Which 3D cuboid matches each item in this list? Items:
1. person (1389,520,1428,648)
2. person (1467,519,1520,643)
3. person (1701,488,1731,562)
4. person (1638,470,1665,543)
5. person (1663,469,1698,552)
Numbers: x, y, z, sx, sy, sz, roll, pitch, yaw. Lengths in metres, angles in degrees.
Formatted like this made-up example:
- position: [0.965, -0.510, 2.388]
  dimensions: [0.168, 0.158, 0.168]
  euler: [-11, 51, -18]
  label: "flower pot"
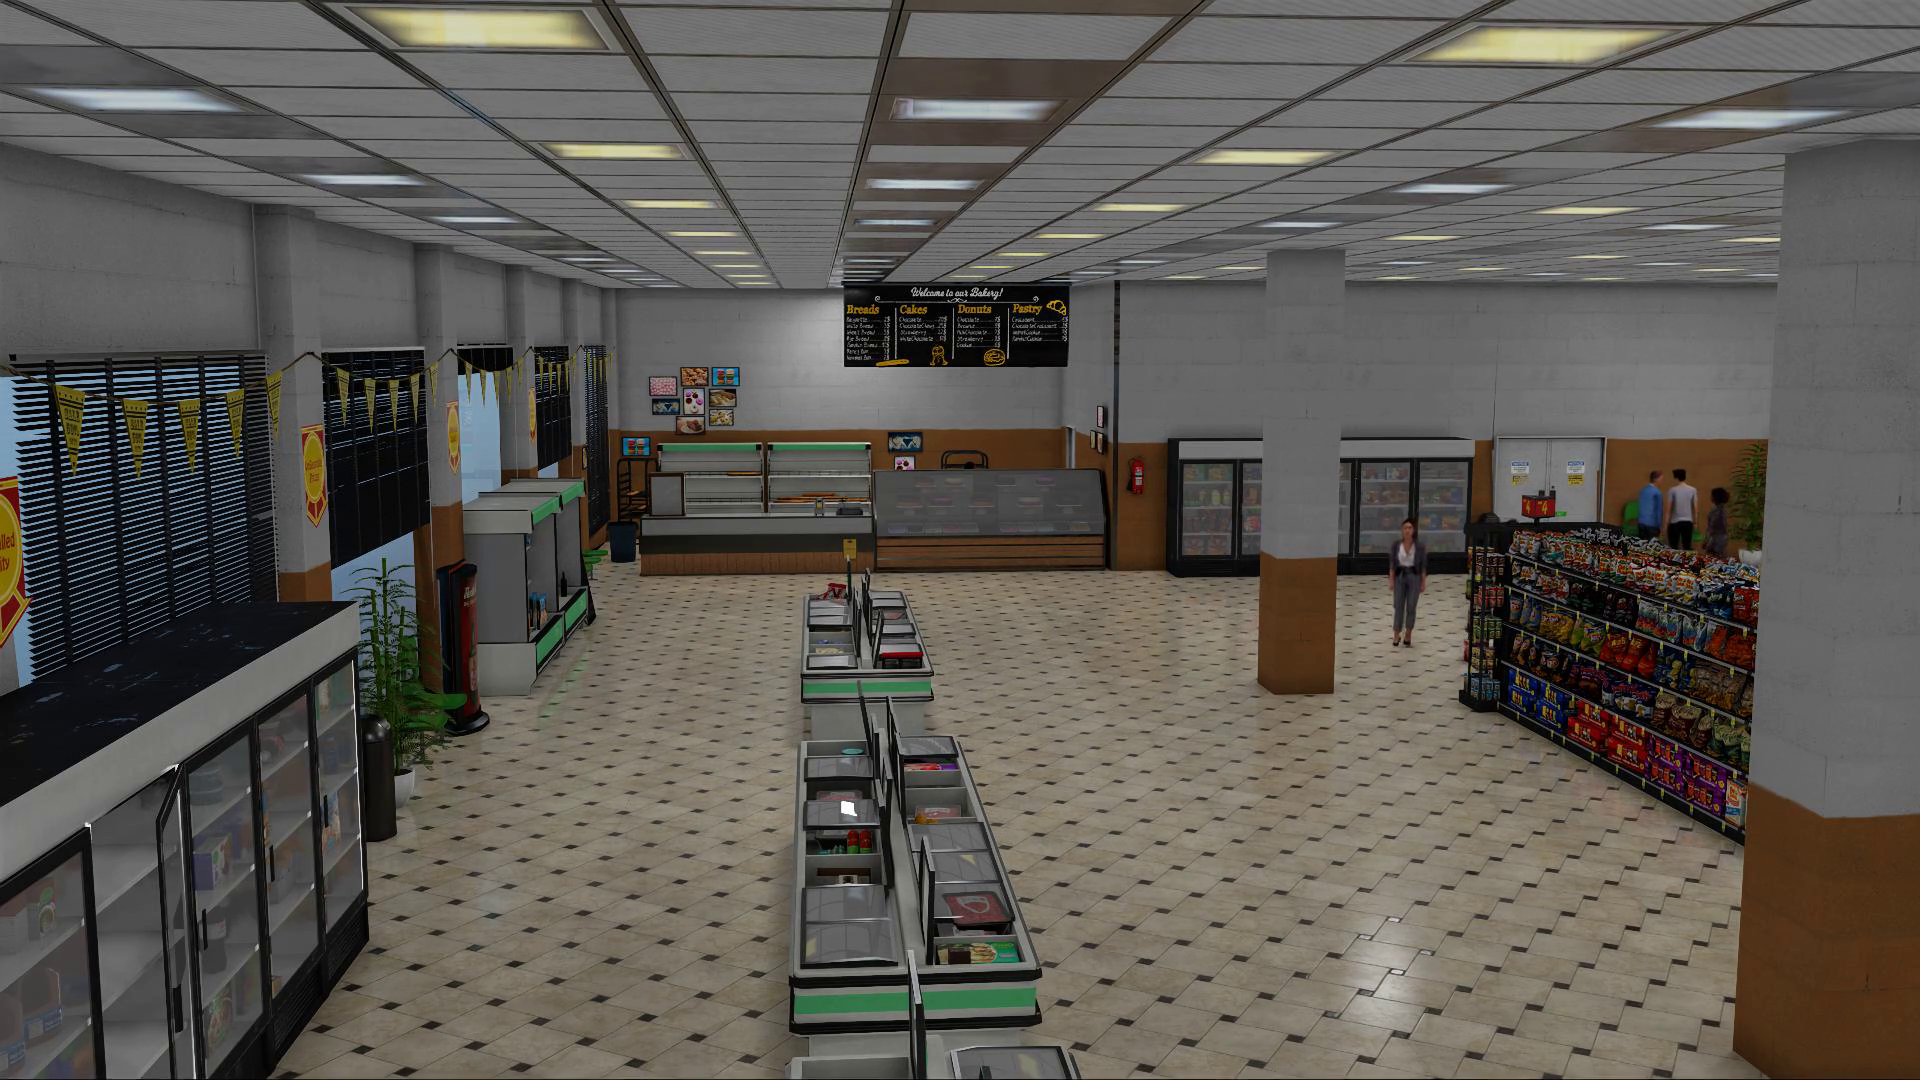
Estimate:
- position: [5.860, 0.569, 21.742]
  dimensions: [0.862, 1.654, 1.027]
  euler: [2, 7, 20]
  label: "person"
- position: [6.670, 0.658, 20.396]
  dimensions: [0.947, 1.801, 1.109]
  euler: [2, 7, 12]
  label: "person"
- position: [11.890, 0.057, 25.834]
  dimensions: [0.932, 1.689, 0.908]
  euler: [4, 8, 32]
  label: "person"
- position: [11.687, -0.280, 28.247]
  dimensions: [0.892, 1.778, 0.822]
  euler: [-4, 8, -29]
  label: "person"
- position: [12.062, -0.257, 27.752]
  dimensions: [0.795, 1.852, 0.530]
  euler: [1, 7, 6]
  label: "person"
